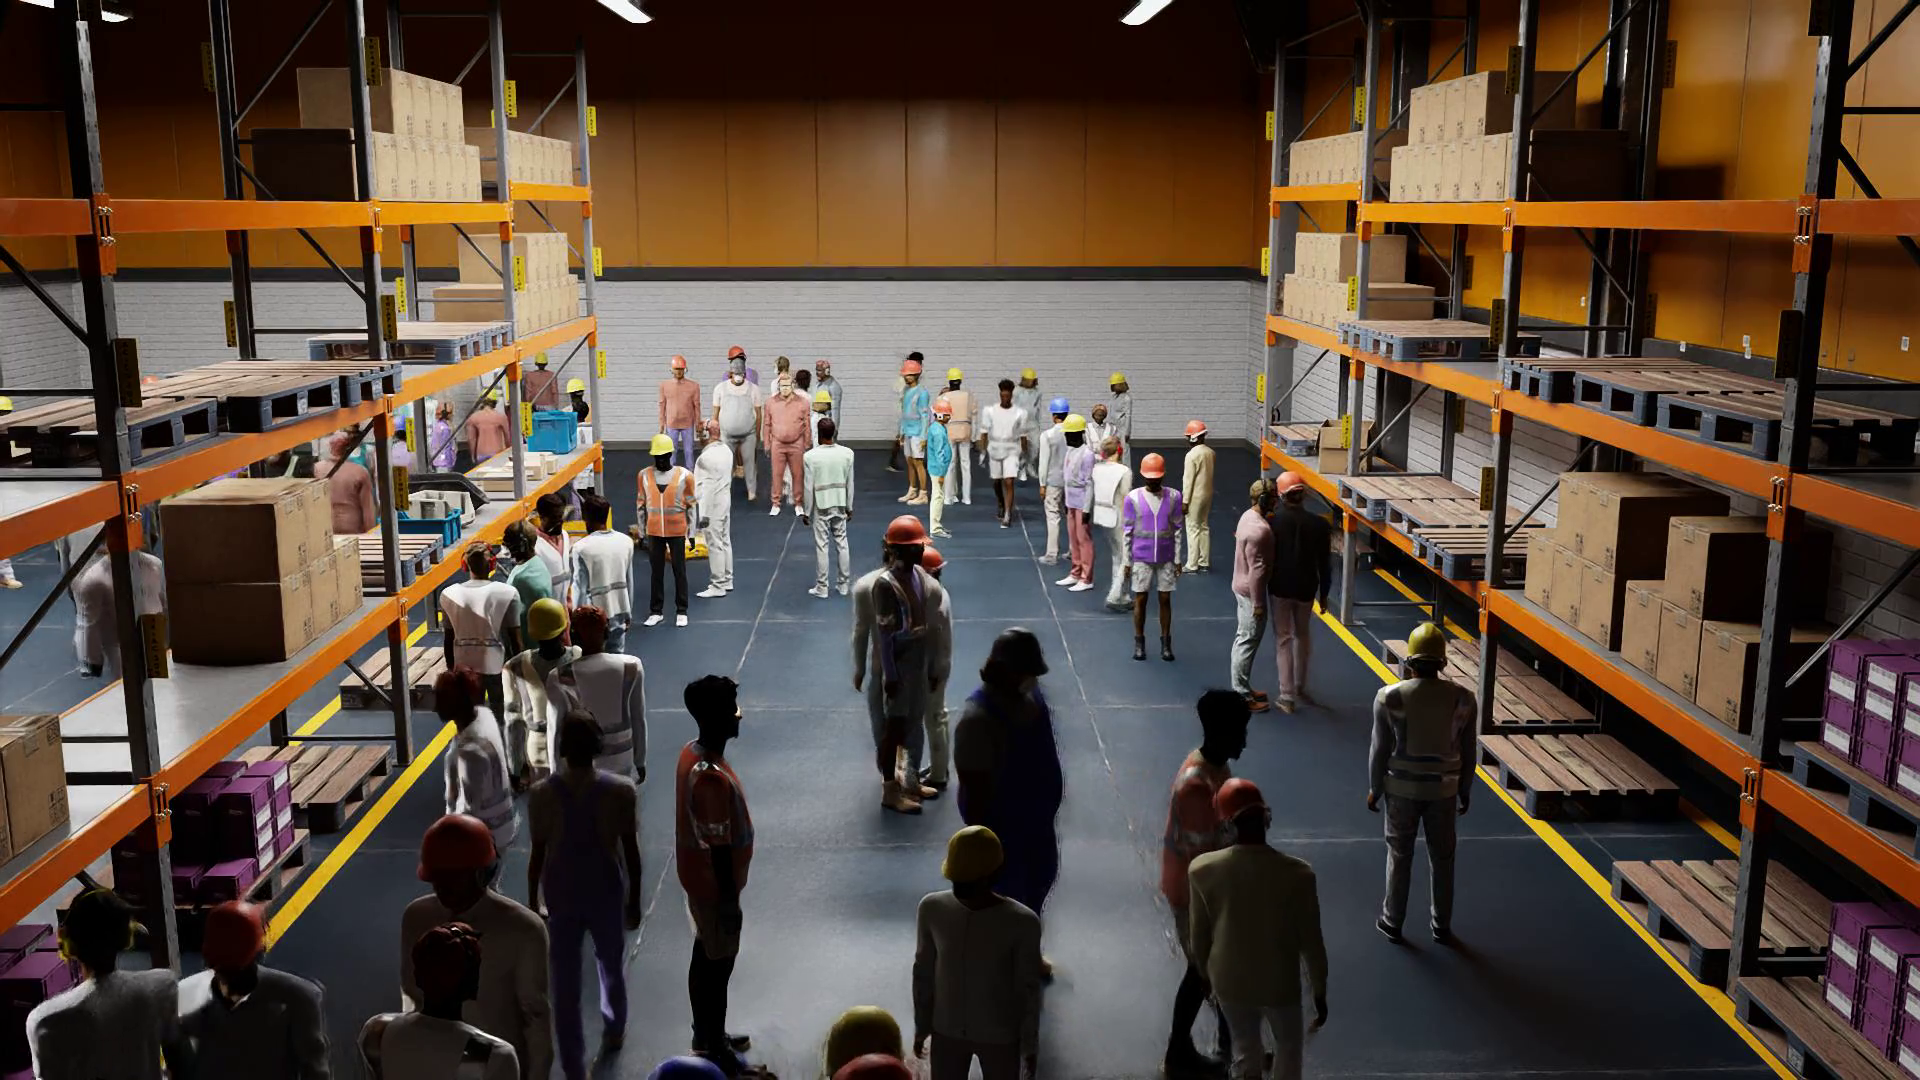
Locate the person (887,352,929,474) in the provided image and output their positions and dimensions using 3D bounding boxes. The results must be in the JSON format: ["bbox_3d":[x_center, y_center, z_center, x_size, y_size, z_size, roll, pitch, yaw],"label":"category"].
[{"bbox_3d":[-0.756,-1.972,25.846,0.990,1.924,0.611,10,15,42],"label":"person"}]

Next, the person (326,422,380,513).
[{"bbox_3d":[-6.790,-0.478,18.613,0.562,1.820,0.666,-4,12,-20],"label":"person"}]

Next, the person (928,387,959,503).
[{"bbox_3d":[-0.192,-1.335,23.337,0.514,1.640,0.310,-1,11,-4],"label":"person"}]

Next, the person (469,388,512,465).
[{"bbox_3d":[-6.241,-1.160,22.216,0.546,1.742,0.464,1,11,6],"label":"person"}]

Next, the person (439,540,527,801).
[{"bbox_3d":[-3.303,0.918,11.551,0.563,1.841,0.399,1,11,5],"label":"person"}]

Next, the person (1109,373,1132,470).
[{"bbox_3d":[2.321,-1.583,24.357,0.324,1.732,0.490,-6,13,-29],"label":"person"}]

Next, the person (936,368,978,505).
[{"bbox_3d":[-0.048,-1.435,23.142,0.593,1.918,0.399,-2,11,-9],"label":"person"}]

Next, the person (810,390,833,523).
[{"bbox_3d":[-1.805,-1.104,21.917,0.294,1.744,0.487,2,11,11],"label":"person"}]

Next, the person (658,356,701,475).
[{"bbox_3d":[-4.066,-1.675,24.141,0.611,1.997,0.375,-1,11,-7],"label":"person"}]

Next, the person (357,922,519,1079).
[{"bbox_3d":[-1.641,2.135,5.358,0.577,1.877,0.342,4,12,18],"label":"person"}]

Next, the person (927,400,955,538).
[{"bbox_3d":[-0.235,-0.893,20.879,0.354,1.737,0.576,-1,11,-5],"label":"person"}]

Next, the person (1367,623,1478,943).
[{"bbox_3d":[2.575,1.364,9.314,0.589,1.834,0.403,1,11,4],"label":"person"}]

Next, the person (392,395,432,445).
[{"bbox_3d":[-7.597,-1.400,23.003,0.637,1.904,0.403,2,11,8],"label":"person"}]

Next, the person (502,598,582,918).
[{"bbox_3d":[-2.333,1.260,9.650,0.589,1.912,0.397,-2,11,-11],"label":"person"}]

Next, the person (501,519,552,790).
[{"bbox_3d":[-3.071,0.804,11.856,0.363,1.939,0.636,-4,12,-19],"label":"person"}]

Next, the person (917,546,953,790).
[{"bbox_3d":[-0.226,0.904,11.842,0.342,1.746,0.558,1,11,3],"label":"person"}]

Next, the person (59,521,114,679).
[{"bbox_3d":[-7.582,0.354,14.605,0.566,1.744,0.350,0,11,-1],"label":"person"}]

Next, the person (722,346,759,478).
[{"bbox_3d":[-3.375,-1.960,25.521,0.604,2.025,0.442,-8,14,-34],"label":"person"}]

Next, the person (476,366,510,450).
[{"bbox_3d":[-7.674,-2.267,27.400,0.575,1.883,0.355,4,12,18],"label":"person"}]

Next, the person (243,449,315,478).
[{"bbox_3d":[-6.707,-0.146,16.364,0.701,2.000,0.547,-1,11,-4],"label":"person"}]

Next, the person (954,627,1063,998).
[{"bbox_3d":[0.256,1.390,8.661,0.535,2.000,0.747,7,13,33],"label":"person"}]

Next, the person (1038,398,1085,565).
[{"bbox_3d":[1.172,-0.682,19.308,0.605,1.939,0.410,-6,13,-29],"label":"person"}]

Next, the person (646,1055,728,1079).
[{"bbox_3d":[-0.675,2.283,4.560,1.005,1.887,0.630,-10,15,-40],"label":"person"}]

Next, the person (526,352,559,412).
[{"bbox_3d":[-6.906,-2.231,27.535,0.527,1.761,0.346,-3,12,-13],"label":"person"}]

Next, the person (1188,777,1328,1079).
[{"bbox_3d":[1.281,1.862,7.112,0.618,1.707,0.379,5,12,22],"label":"person"}]

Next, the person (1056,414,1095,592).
[{"bbox_3d":[1.266,-0.403,17.948,0.384,1.923,0.590,-4,12,-17],"label":"person"}]

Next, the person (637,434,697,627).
[{"bbox_3d":[-2.890,-0.091,16.372,0.591,1.925,0.385,1,11,6],"label":"person"}]

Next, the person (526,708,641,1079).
[{"bbox_3d":[-1.775,1.673,7.861,0.535,1.803,0.736,-2,11,-9],"label":"person"}]

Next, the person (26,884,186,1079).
[{"bbox_3d":[-2.889,2.087,5.677,0.456,1.851,0.534,9,14,38],"label":"person"}]

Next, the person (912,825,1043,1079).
[{"bbox_3d":[0.059,1.951,6.552,0.523,1.763,0.329,3,12,16],"label":"person"}]

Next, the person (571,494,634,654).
[{"bbox_3d":[-2.778,0.592,13.015,0.404,1.906,0.598,7,13,33],"label":"person"}]

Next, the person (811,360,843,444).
[{"bbox_3d":[-2.005,-1.708,24.562,0.401,1.900,0.643,-9,14,-37],"label":"person"}]

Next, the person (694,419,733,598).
[{"bbox_3d":[-2.640,-0.342,17.684,0.402,1.906,0.652,2,11,11],"label":"person"}]

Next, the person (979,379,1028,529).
[{"bbox_3d":[0.586,-1.158,21.704,0.609,1.939,0.911,2,12,12],"label":"person"}]
